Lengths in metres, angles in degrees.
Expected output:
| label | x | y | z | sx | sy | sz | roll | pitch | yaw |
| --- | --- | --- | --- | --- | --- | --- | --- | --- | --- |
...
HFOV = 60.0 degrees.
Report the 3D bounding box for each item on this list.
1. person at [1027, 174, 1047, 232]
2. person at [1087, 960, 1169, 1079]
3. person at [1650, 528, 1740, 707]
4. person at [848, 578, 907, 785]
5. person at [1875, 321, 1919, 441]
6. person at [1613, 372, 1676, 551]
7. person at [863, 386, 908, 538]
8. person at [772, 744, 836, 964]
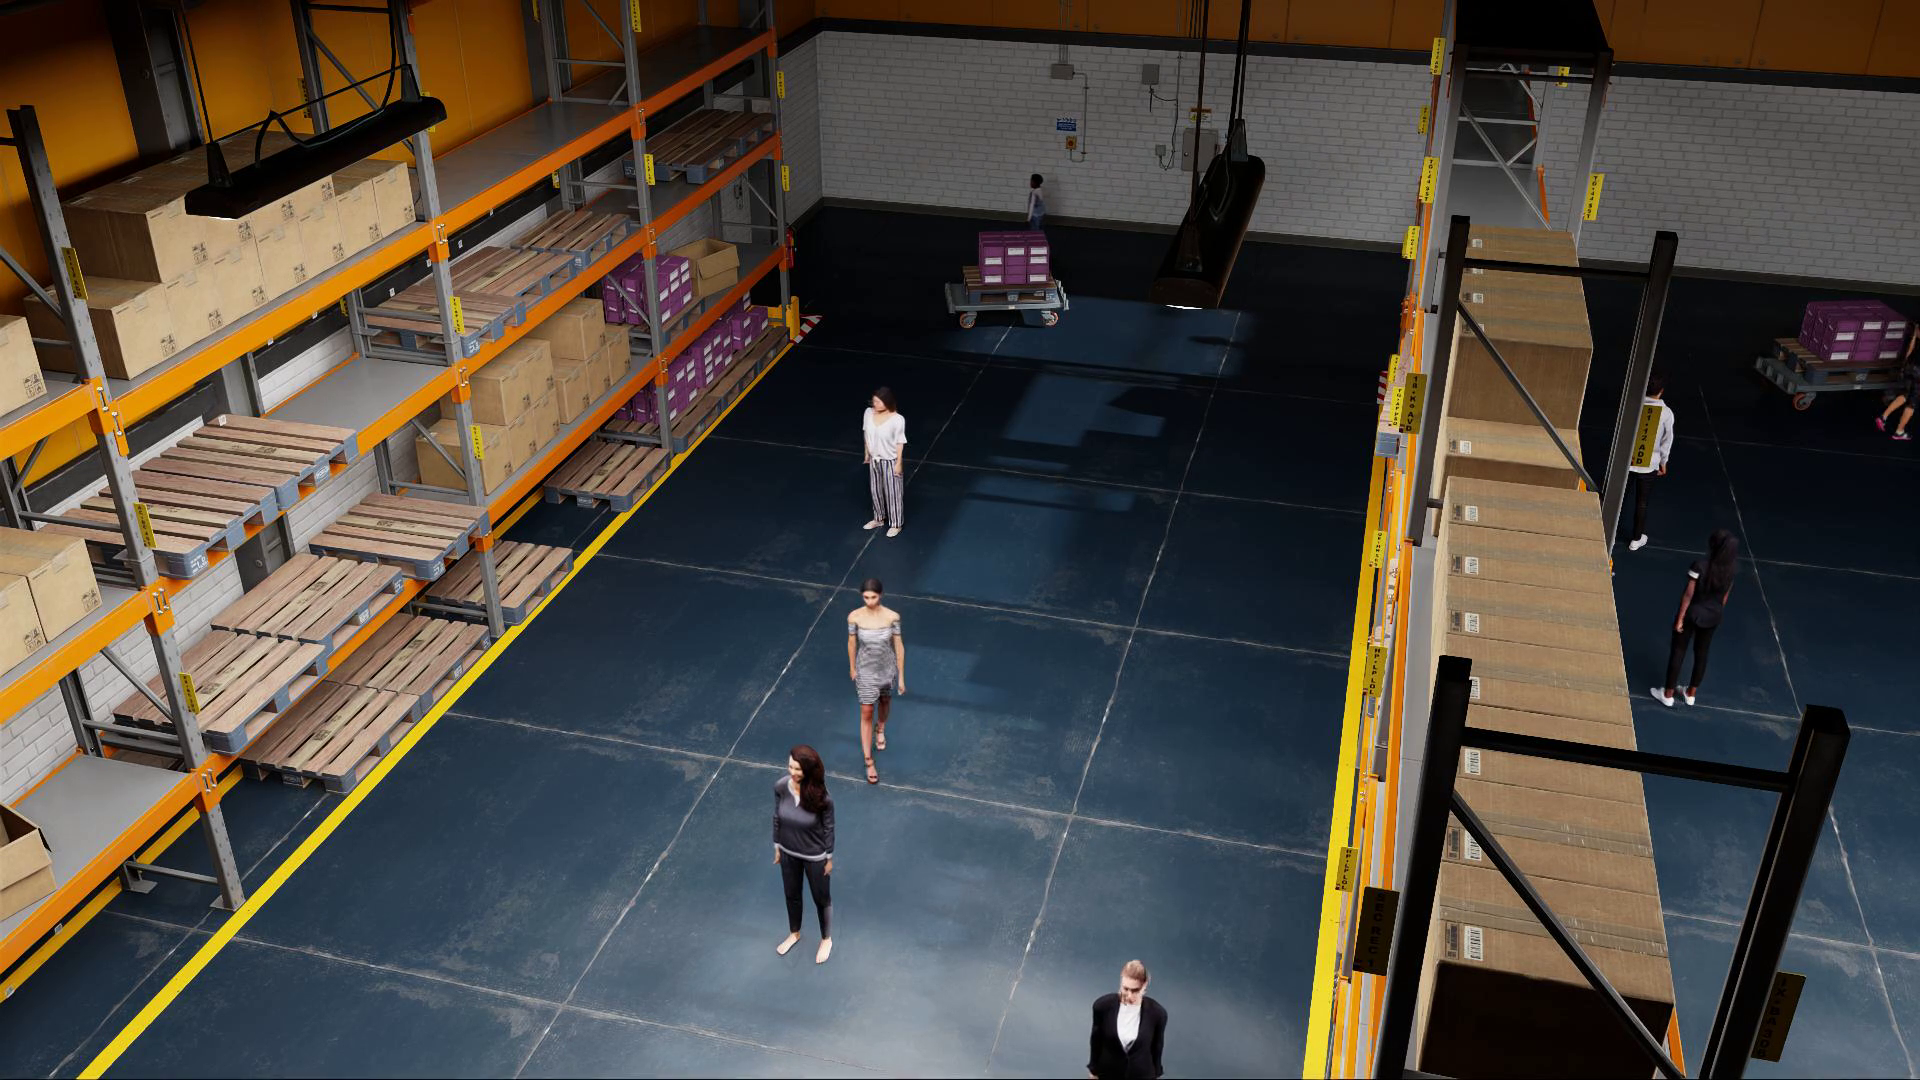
| label | x | y | z | sx | sy | sz | roll | pitch | yaw |
| --- | --- | --- | --- | --- | --- | --- | --- | --- | --- |
| person | 1.177 | -4.966 | 25.359 | 0.613 | 1.258 | 0.517 | 18 | 33 | 29 |
| person | 0.990 | 3.183 | 9.952 | 0.636 | 1.707 | 0.568 | 4 | 29 | 7 |
| person | 6.474 | 0.678 | 14.522 | 0.717 | 1.728 | 0.731 | -6 | 29 | -11 |
| person | -0.686 | 1.043 | 13.788 | 0.847 | 1.789 | 1.083 | -4 | 29 | -7 |
| person | 11.053 | -1.948 | 19.352 | 0.810 | 1.713 | 0.800 | -5 | 29 | -9 |
| person | 6.970 | -0.816 | 17.049 | 0.742 | 1.931 | 0.695 | 16 | 32 | 26 |
| person | -0.782 | -0.850 | 17.370 | 0.767 | 1.684 | 0.755 | 20 | 35 | 32 |
| person | -1.094 | 2.187 | 11.714 | 0.612 | 1.768 | 0.523 | 9 | 30 | 15 |
